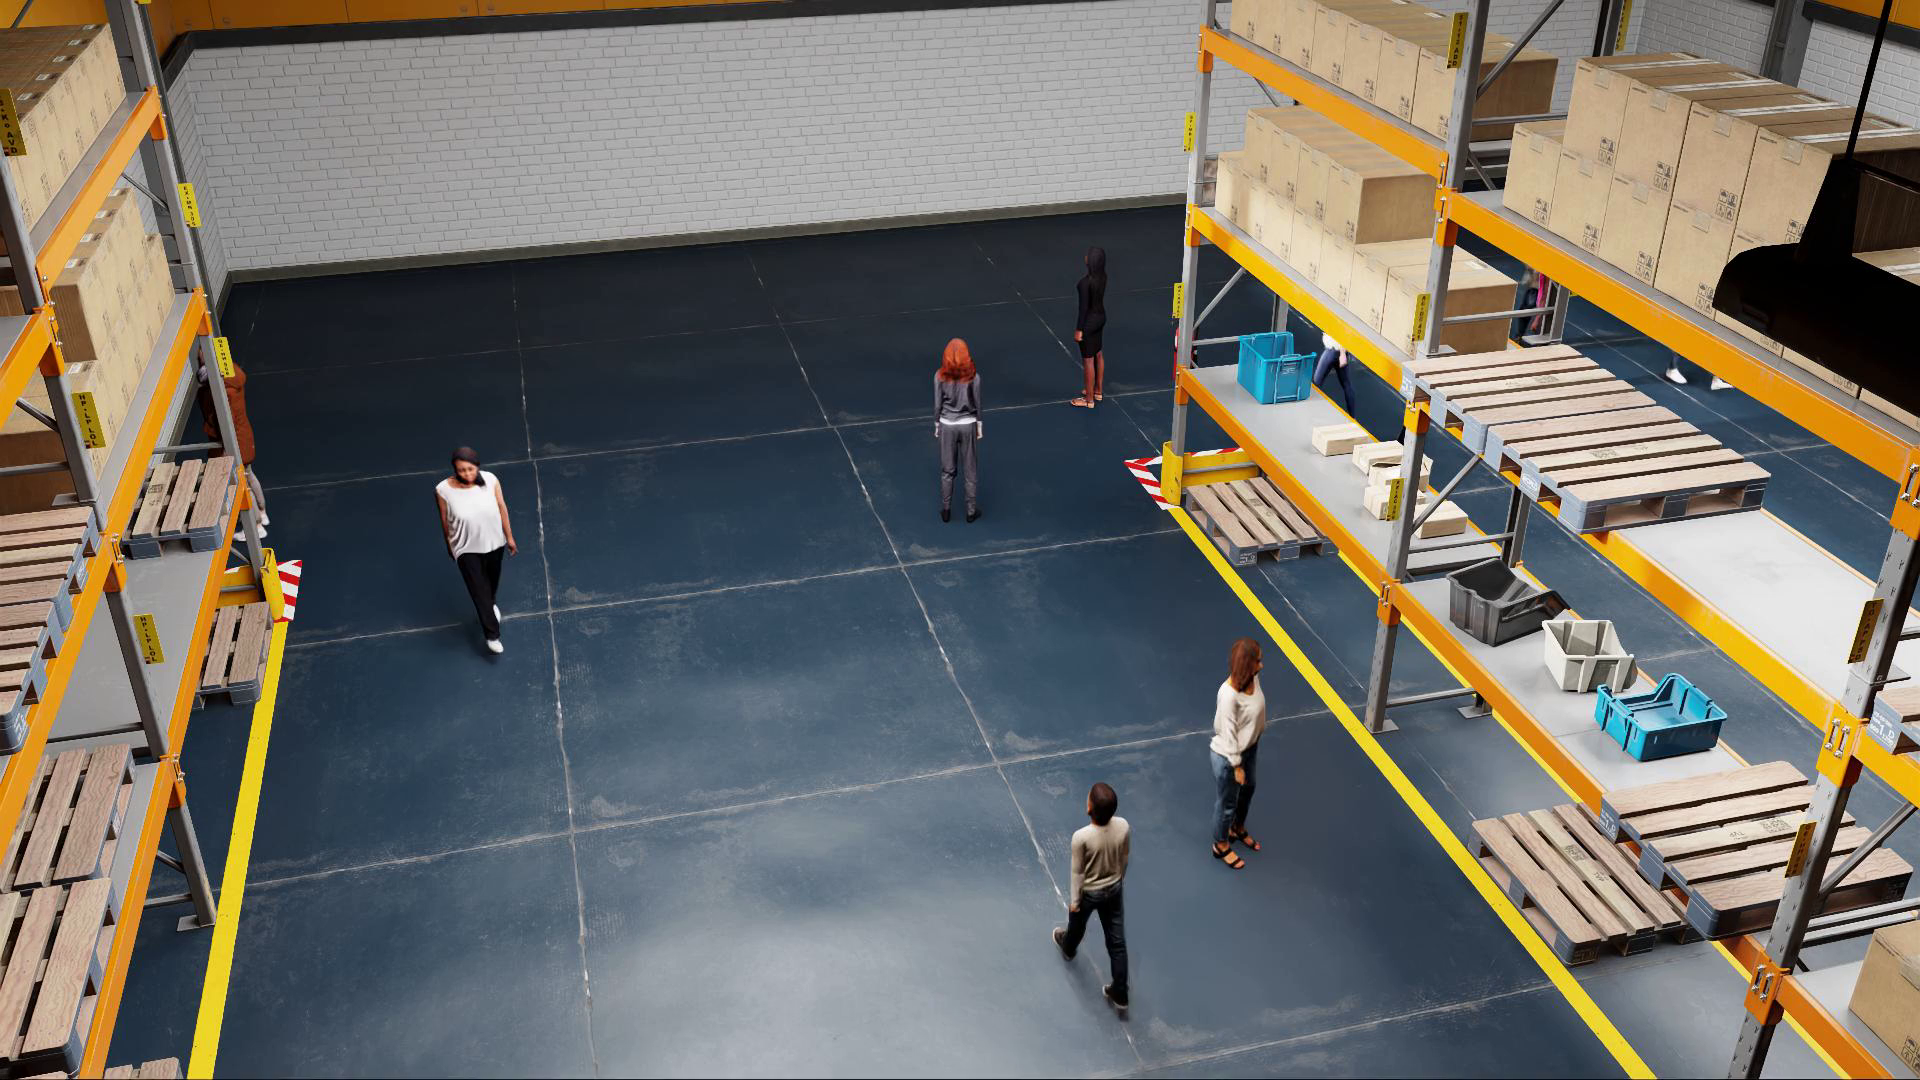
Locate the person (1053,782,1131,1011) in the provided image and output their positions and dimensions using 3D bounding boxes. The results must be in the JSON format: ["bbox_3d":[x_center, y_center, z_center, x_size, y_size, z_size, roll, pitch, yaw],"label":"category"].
[{"bbox_3d":[0.837,2.075,9.611,0.648,1.430,1.023,-11,31,-20],"label":"person"}]

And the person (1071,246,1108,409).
[{"bbox_3d":[1.352,-2.213,17.172,0.728,1.719,0.676,17,33,28],"label":"person"}]

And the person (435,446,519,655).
[{"bbox_3d":[-3.811,0.004,13.177,0.871,1.652,1.161,-16,33,-27],"label":"person"}]

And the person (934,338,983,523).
[{"bbox_3d":[-0.016,-0.978,14.848,0.641,1.777,0.623,3,29,5],"label":"person"}]

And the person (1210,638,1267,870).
[{"bbox_3d":[1.727,1.341,10.697,0.763,1.679,0.721,19,34,31],"label":"person"}]

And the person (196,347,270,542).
[{"bbox_3d":[-6.381,-0.882,14.608,0.783,1.837,0.646,-5,29,-9],"label":"person"}]
